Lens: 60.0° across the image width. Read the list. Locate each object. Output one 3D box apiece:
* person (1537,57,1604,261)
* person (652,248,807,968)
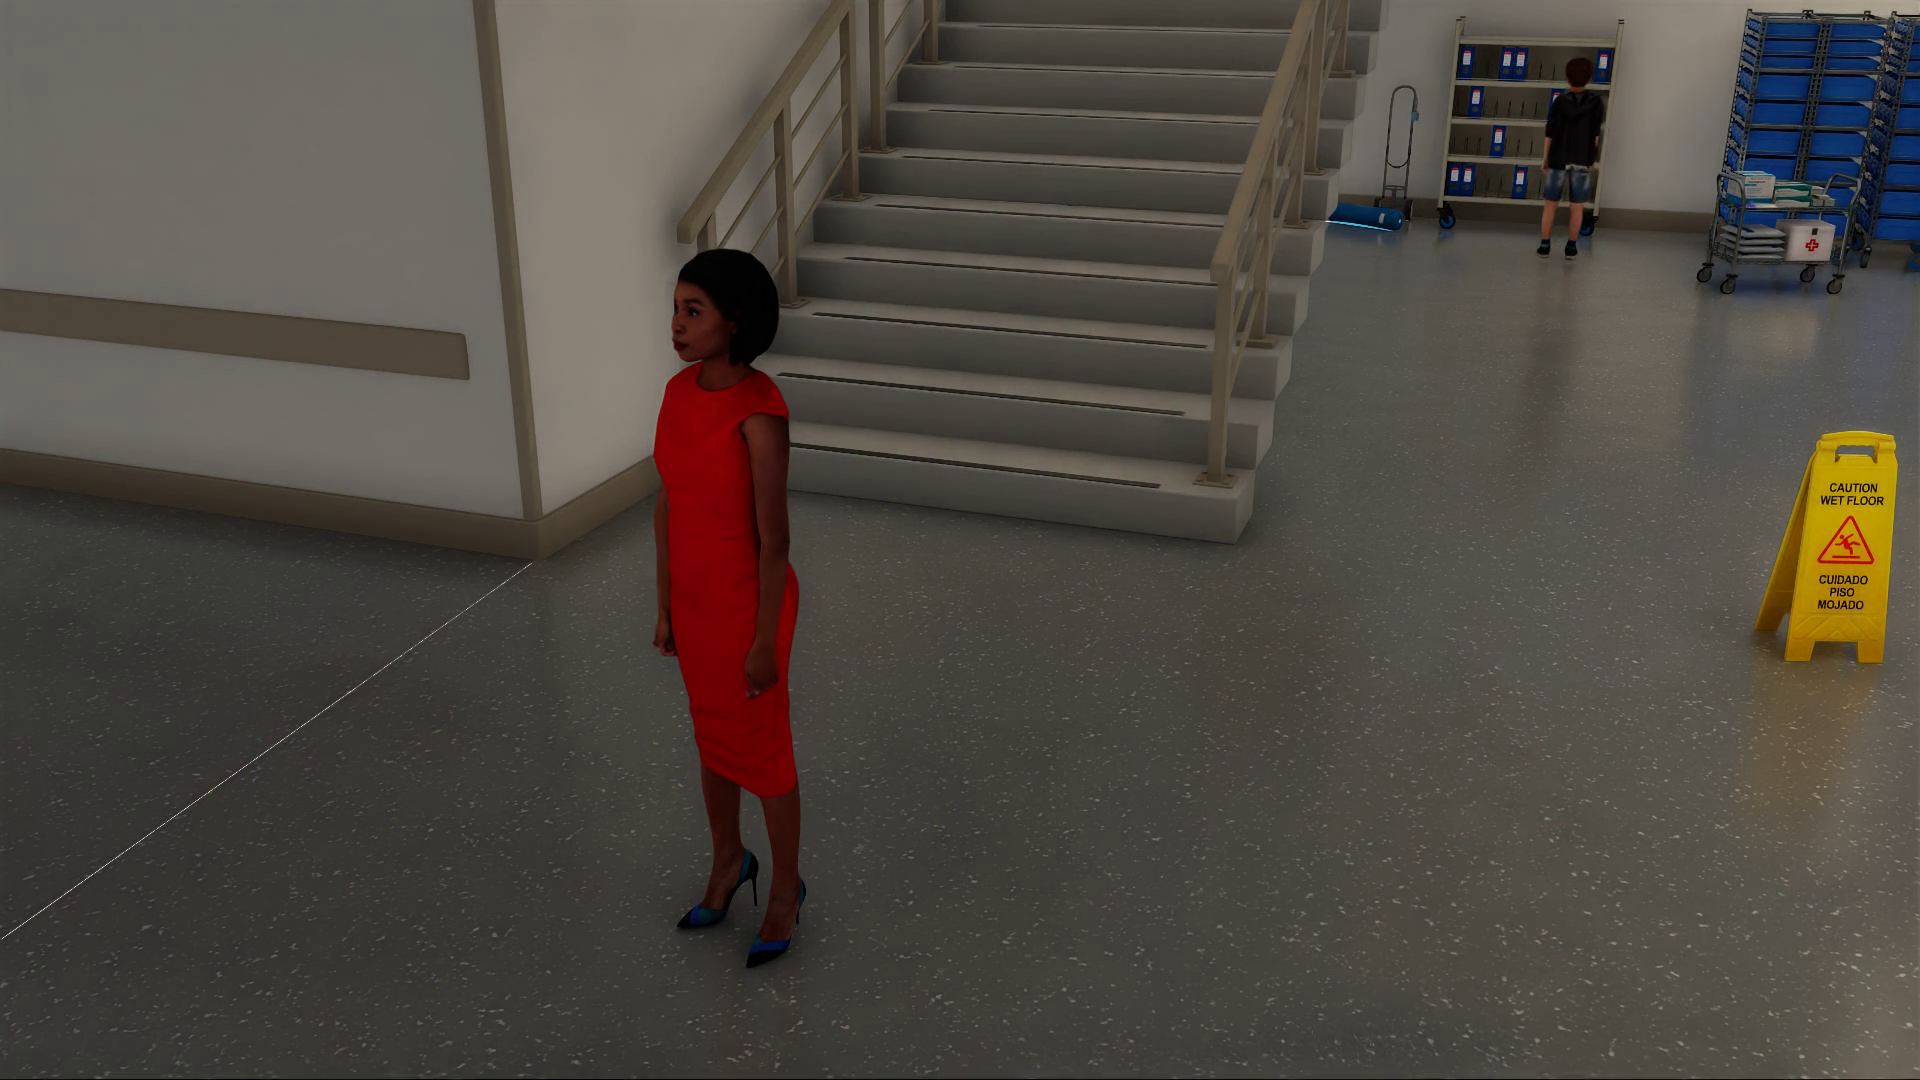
[{"bbox_3d":[4.488,-2.798,12.212,0.526,1.449,0.514,7,22,18],"label":"person"},{"bbox_3d":[-0.533,0.181,3.933,0.633,1.744,0.620,18,28,40],"label":"person"}]
